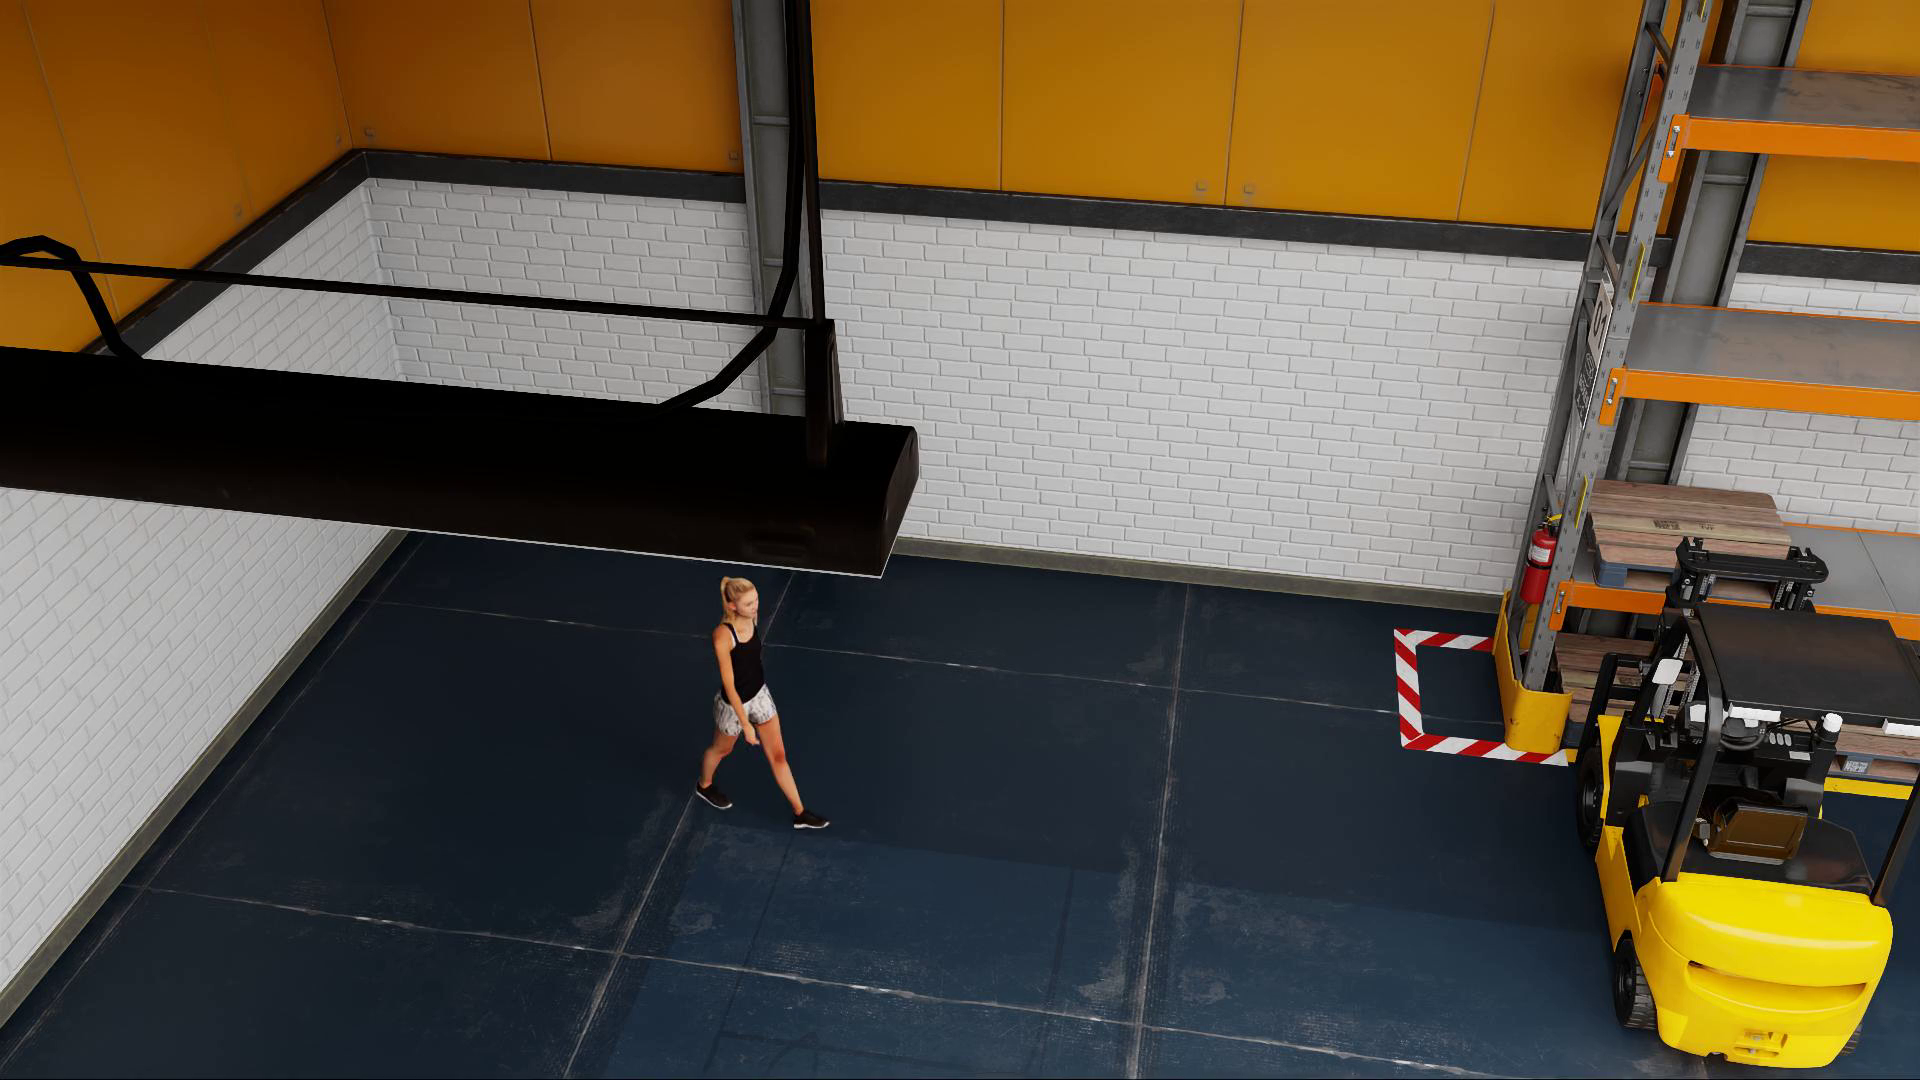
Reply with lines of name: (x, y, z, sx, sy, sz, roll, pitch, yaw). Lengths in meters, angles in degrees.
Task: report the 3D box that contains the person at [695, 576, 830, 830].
person: (-1.403, 0.974, 10.096, 1.275, 1.785, 0.919, 19, 38, 26)
